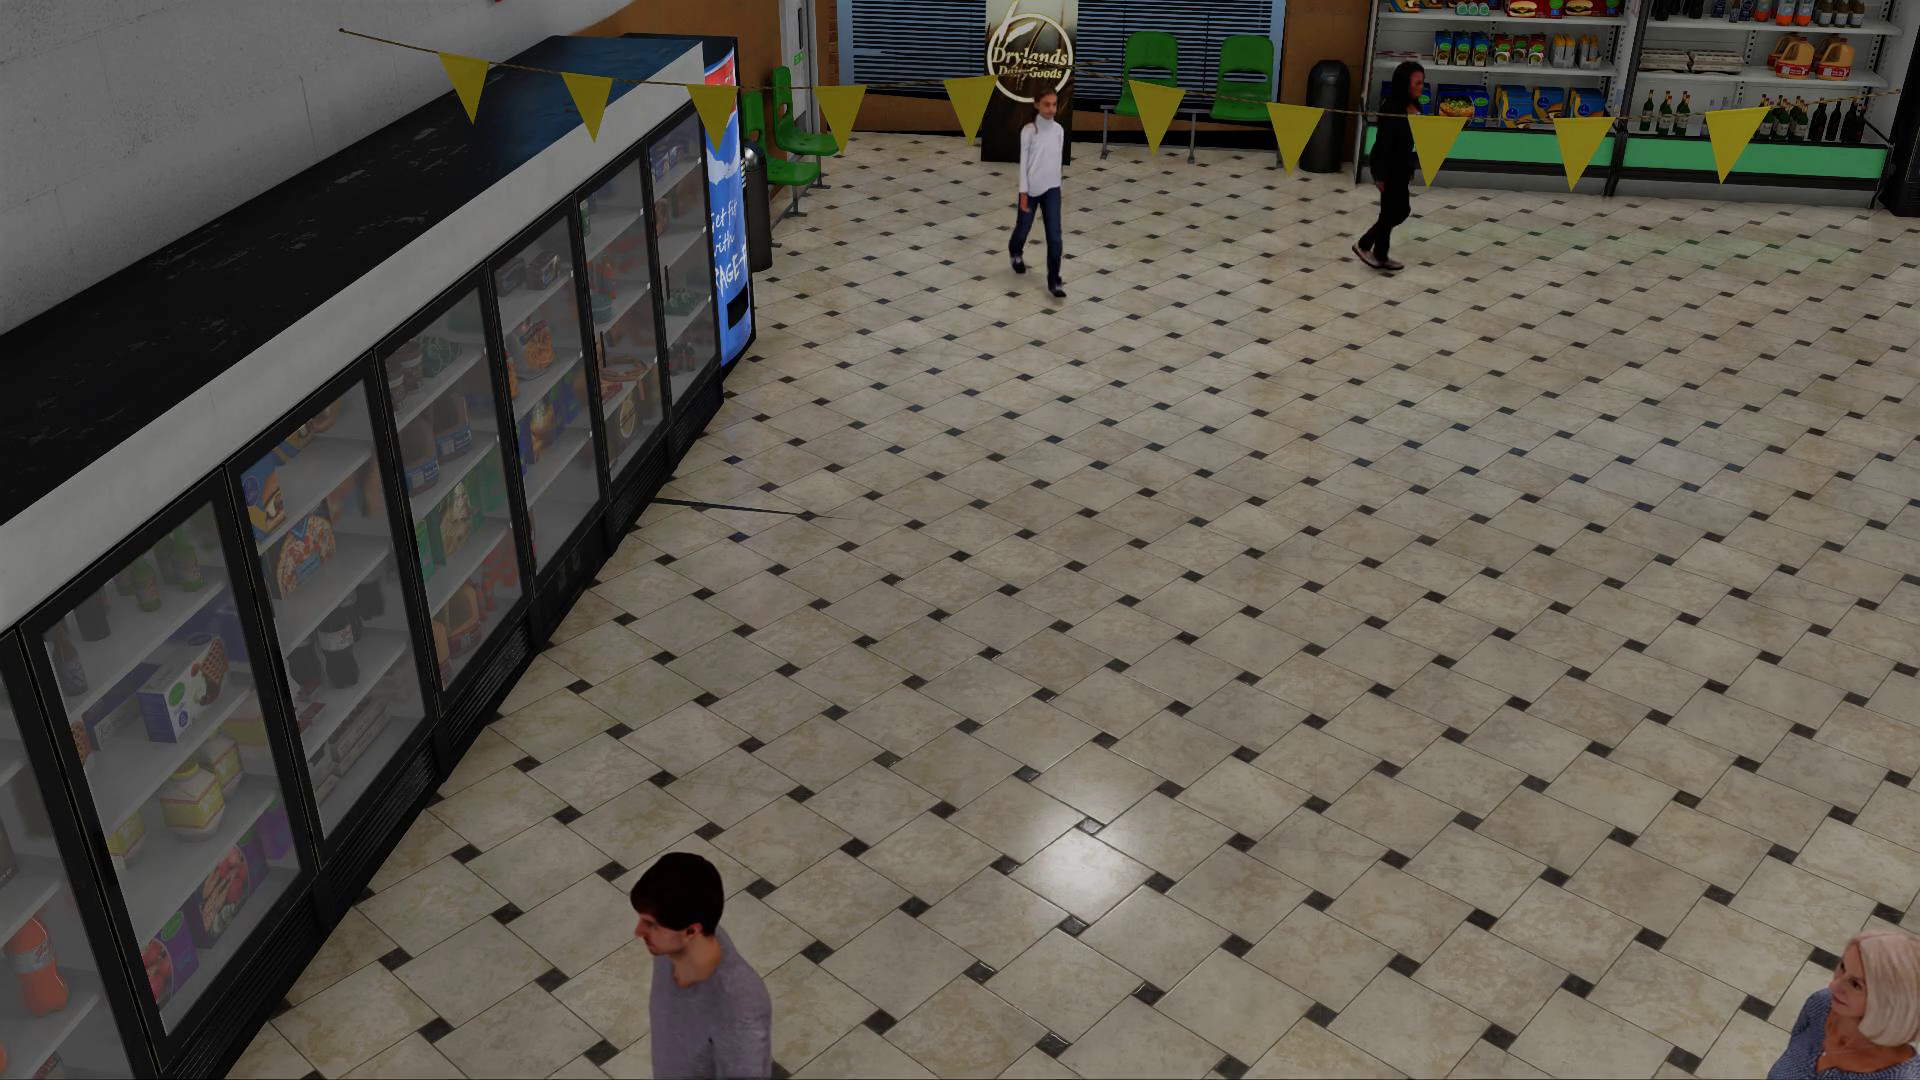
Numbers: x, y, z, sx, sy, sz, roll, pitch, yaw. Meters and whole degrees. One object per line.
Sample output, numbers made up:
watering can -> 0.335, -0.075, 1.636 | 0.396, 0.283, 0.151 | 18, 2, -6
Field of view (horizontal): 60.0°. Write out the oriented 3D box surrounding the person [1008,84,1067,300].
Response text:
person -> 0.558, -2.605, 12.348 | 1.063, 1.526, 0.899 | -8, 30, -14

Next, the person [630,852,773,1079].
person -> -0.638, 1.562, 4.386 | 0.766, 1.841, 0.715 | -17, 33, -28

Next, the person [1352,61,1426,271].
person -> 3.232, -2.845, 12.704 | 0.767, 1.605, 0.732 | 15, 32, 25

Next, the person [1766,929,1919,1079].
person -> 2.215, 1.681, 4.293 | 0.610, 1.722, 0.618 | -5, 29, -8
